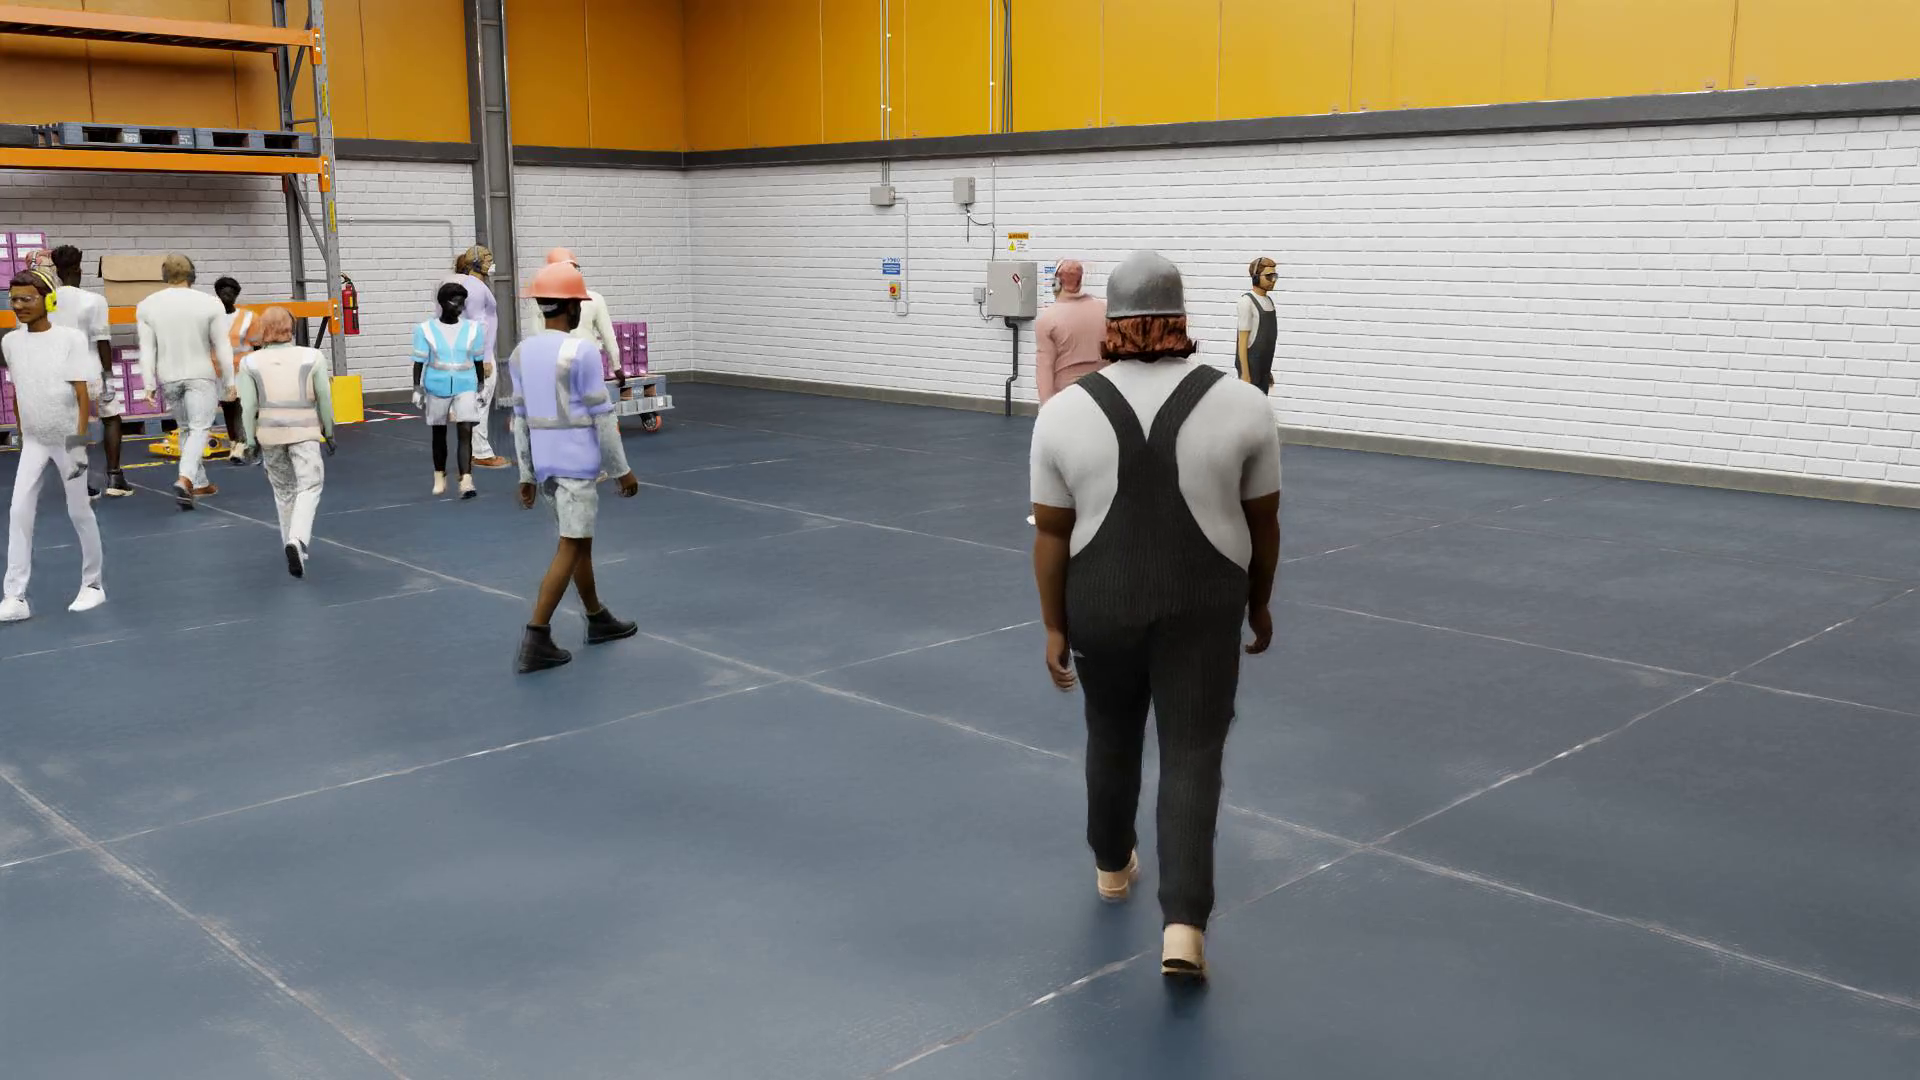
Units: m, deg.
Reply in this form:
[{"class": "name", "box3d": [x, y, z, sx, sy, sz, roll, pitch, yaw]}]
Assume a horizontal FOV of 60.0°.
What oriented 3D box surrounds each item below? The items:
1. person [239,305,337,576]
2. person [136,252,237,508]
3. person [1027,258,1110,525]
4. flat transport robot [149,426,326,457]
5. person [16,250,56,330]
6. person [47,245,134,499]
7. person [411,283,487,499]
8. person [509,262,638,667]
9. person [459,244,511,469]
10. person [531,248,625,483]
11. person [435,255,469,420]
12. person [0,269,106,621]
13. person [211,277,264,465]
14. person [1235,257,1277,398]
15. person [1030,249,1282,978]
[{"class": "person", "box3d": [-4.026, -0.597, 9.958, 0.513, 1.614, 0.731, -2, 11, -8]}, {"class": "person", "box3d": [-5.808, -1.196, 12.467, 0.635, 1.909, 0.968, -1, 10, -5]}, {"class": "person", "box3d": [0.790, -0.964, 11.261, 0.636, 1.878, 0.905, -5, 12, -26]}, {"class": "flat transport robot", "box3d": [-6.768, -0.967, 15.644, 0.652, 0.197, 1.431, 7, 13, 35]}, {"class": "person", "box3d": [-8.327, -1.679, 15.124, 0.405, 1.895, 0.662, -3, 11, -16]}, {"class": "person", "box3d": [-6.720, -1.273, 12.724, 0.618, 1.942, 0.568, 0, 10, 2]}, {"class": "person", "box3d": [-3.904, -1.130, 12.738, 0.564, 1.649, 0.843, -4, 11, -20]}, {"class": "person", "box3d": [-1.867, -0.368, 7.940, 0.548, 1.904, 0.857, 8, 13, 37]}, {"class": "person", "box3d": [-4.176, -1.591, 14.499, 0.371, 1.941, 0.627, -4, 11, -22]}, {"class": "person", "box3d": [-3.062, -1.340, 13.173, 0.636, 1.931, 1.074, 2, 11, 12]}, {"class": "person", "box3d": [-5.465, -2.225, 18.308, 0.724, 1.807, 0.586, 2, 11, 13]}, {"class": "person", "box3d": [-4.816, -0.477, 8.712, 0.517, 1.839, 0.883, 0, 10, 2]}, {"class": "person", "box3d": [-6.448, -1.481, 14.655, 0.552, 1.644, 0.878, -2, 11, -8]}, {"class": "person", "box3d": [2.434, -1.392, 13.667, 0.332, 1.844, 0.508, 7, 13, 35]}, {"class": "person", "box3d": [0.546, 0.157, 4.688, 0.689, 2.000, 0.997, 2, 11, 11]}]
